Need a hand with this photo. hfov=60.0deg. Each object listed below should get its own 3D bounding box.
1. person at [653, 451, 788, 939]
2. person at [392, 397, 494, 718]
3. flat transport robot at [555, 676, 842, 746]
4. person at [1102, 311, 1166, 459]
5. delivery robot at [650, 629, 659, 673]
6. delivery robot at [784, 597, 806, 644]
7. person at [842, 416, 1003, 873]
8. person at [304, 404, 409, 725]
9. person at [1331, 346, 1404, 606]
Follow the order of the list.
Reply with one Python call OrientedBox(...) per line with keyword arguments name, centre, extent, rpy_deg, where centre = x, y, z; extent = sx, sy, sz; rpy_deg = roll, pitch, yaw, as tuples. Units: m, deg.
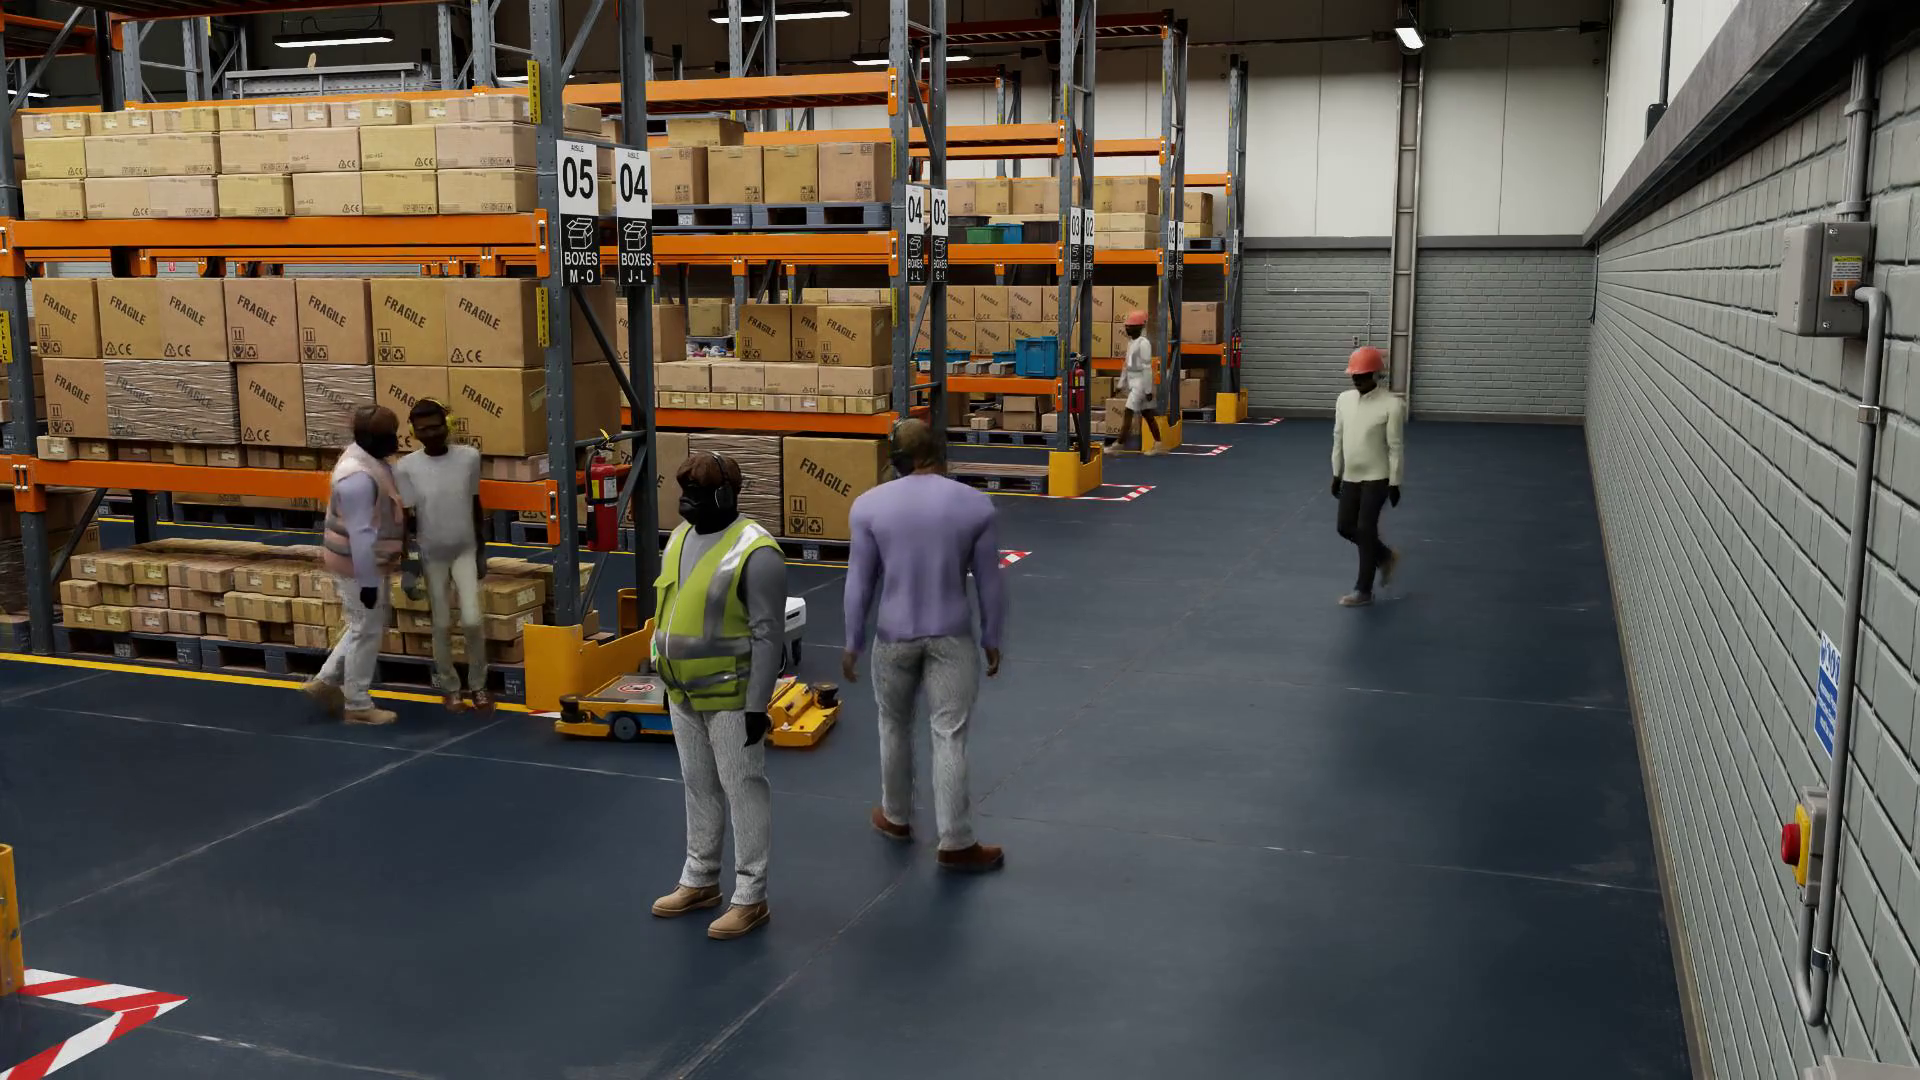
OrientedBox(name="person", centre=(-0.937, 0.579, 6.327), extent=(0.620, 1.845, 0.430), rpy_deg=(9, 13, 43))
OrientedBox(name="person", centre=(-2.895, 0.108, 9.326), extent=(0.511, 1.824, 0.576), rpy_deg=(-4, 10, -26))
OrientedBox(name="flat transport robot", centre=(-1.417, 0.916, 9.111), extent=(1.431, 0.197, 0.652), rpy_deg=(2, 9, 10))
OrientedBox(name="person", centre=(2.350, -2.090, 22.509), extent=(1.053, 1.990, 0.613), rpy_deg=(-1, 9, -9))
OrientedBox(name="delivery robot", centre=(-1.640, 0.607, 9.865), extent=(0.477, 0.478, 0.707), rpy_deg=(-1, 9, -6))
OrientedBox(name="delivery robot", centre=(-1.250, 0.514, 10.446), extent=(0.477, 0.478, 0.707), rpy_deg=(4, 10, 20))
OrientedBox(name="person", centre=(-0.152, 0.428, 7.116), extent=(0.672, 1.899, 0.694), rpy_deg=(0, 9, 0))
OrientedBox(name="person", centre=(-3.326, 0.152, 9.143), extent=(0.604, 1.802, 0.670), rpy_deg=(-2, 9, -12))
OrientedBox(name="person", centre=(3.130, -0.492, 12.624), extent=(0.646, 1.966, 0.613), rpy_deg=(-6, 11, -35))
